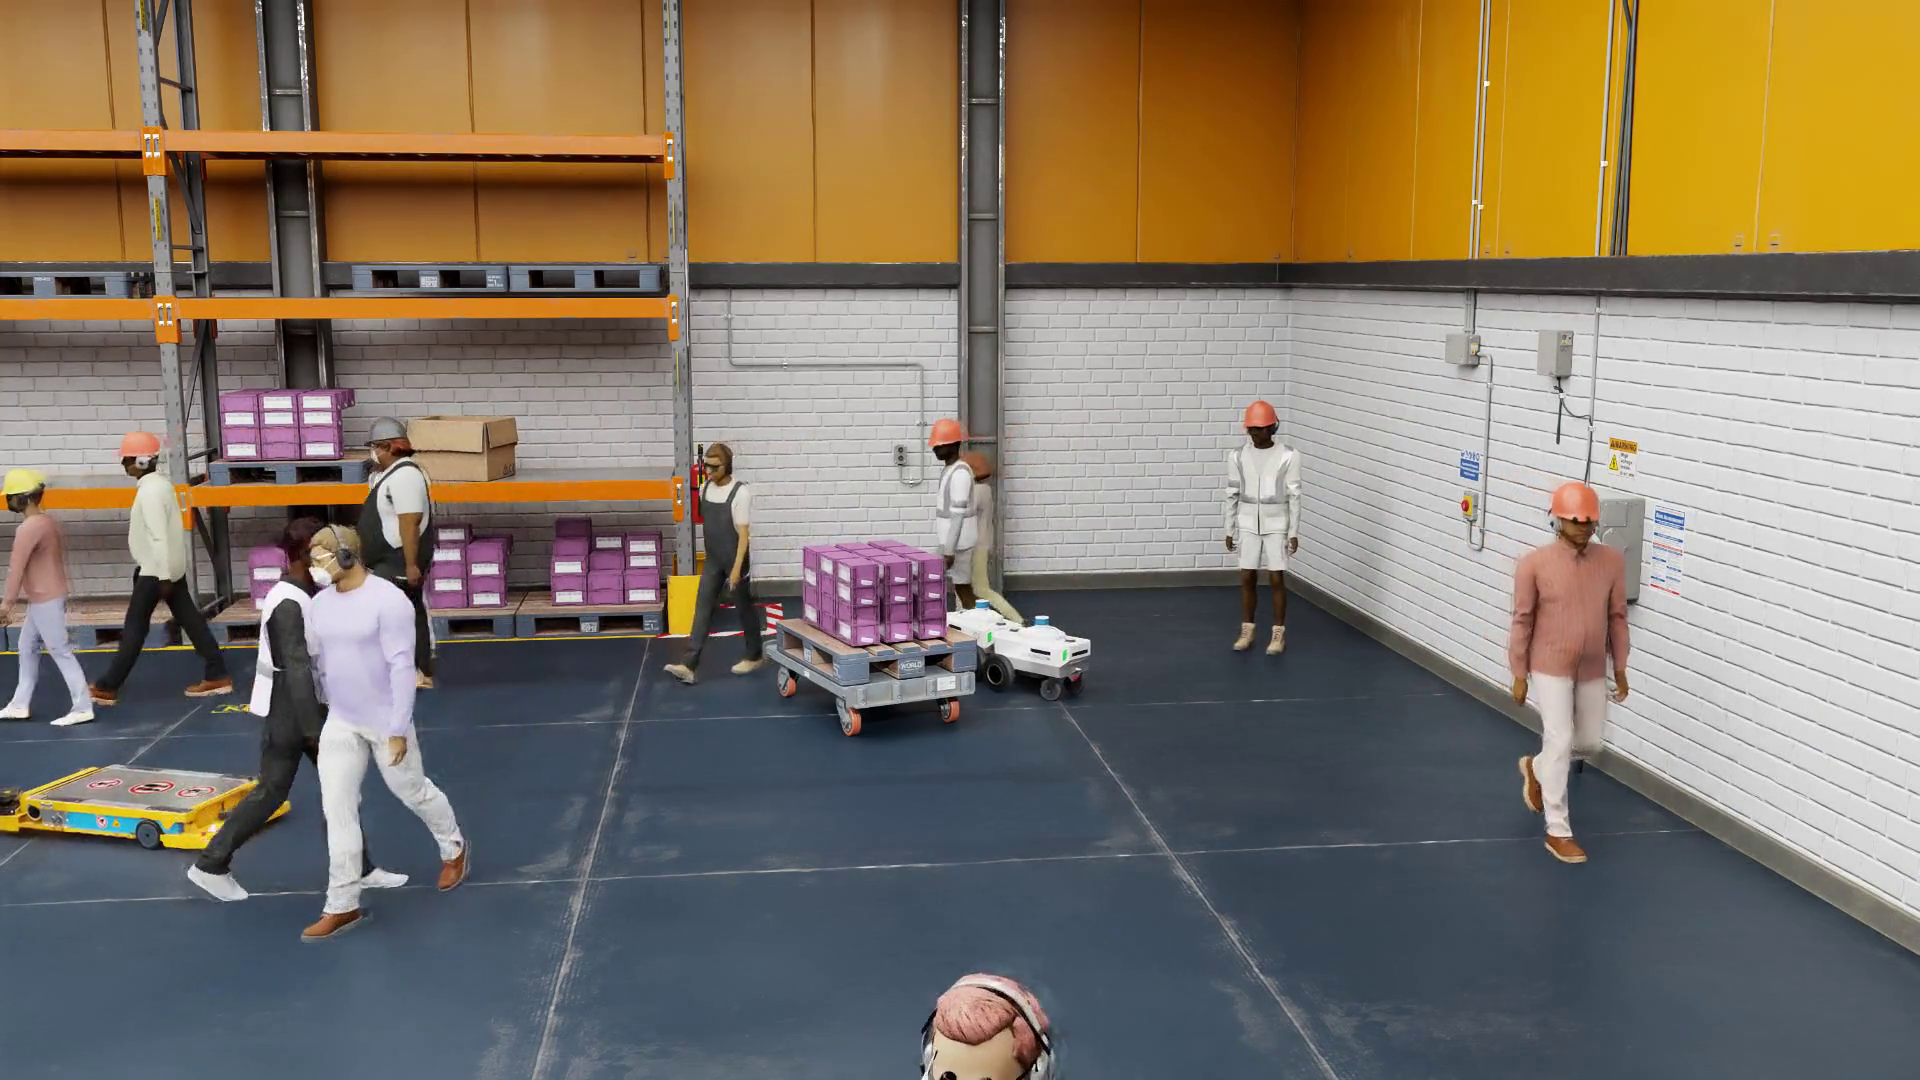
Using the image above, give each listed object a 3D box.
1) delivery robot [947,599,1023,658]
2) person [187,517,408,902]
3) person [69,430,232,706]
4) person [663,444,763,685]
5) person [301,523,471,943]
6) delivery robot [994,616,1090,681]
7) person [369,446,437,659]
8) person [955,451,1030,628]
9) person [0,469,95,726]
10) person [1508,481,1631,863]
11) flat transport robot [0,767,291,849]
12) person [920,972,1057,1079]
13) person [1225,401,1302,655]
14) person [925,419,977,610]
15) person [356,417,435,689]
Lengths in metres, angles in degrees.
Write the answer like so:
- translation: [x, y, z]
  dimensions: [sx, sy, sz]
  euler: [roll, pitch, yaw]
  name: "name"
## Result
- translation: [0.167, 0.694, 12.620]
  dimensions: [0.477, 0.478, 0.707]
  euler: [-6, 11, -31]
  name: "delivery robot"
- translation: [-3.263, 0.819, 8.036]
  dimensions: [0.968, 1.877, 0.605]
  euler: [-1, 9, -8]
  name: "person"
- translation: [-5.722, 0.195, 11.742]
  dimensions: [1.048, 1.937, 0.631]
  euler: [-3, 9, -15]
  name: "person"
- translation: [-1.782, 0.179, 12.285]
  dimensions: [0.528, 1.785, 0.996]
  euler: [6, 11, 33]
  name: "person"
- translation: [-2.757, 0.843, 7.879]
  dimensions: [0.664, 1.891, 1.000]
  euler: [4, 10, 22]
  name: "person"
- translation: [0.593, 0.792, 12.011]
  dimensions: [0.707, 0.478, 0.477]
  euler: [8, 12, 41]
  name: "delivery robot"
- translation: [-4.283, 0.105, 12.649]
  dimensions: [0.602, 1.830, 0.816]
  euler: [8, 12, 42]
  name: "person"
- translation: [0.192, 0.079, 13.507]
  dimensions: [0.772, 1.604, 0.498]
  euler: [2, 9, 12]
  name: "person"
- translation: [-6.211, 0.402, 11.055]
  dimensions: [0.795, 1.731, 0.533]
  euler: [-3, 9, -15]
  name: "person"
- translation: [3.177, 0.649, 8.790]
  dimensions: [0.625, 1.971, 0.748]
  euler: [-2, 9, -12]
  name: "person"
- translation: [-4.496, 1.444, 9.114]
  dimensions: [1.431, 0.197, 0.652]
  euler: [2, 9, 15]
  name: "flat transport robot"
- translation: [0.044, 1.653, 2.883]
  dimensions: [0.656, 1.852, 0.994]
  euler: [4, 10, 21]
  name: "person"
- translation: [2.403, -0.095, 13.272]
  dimensions: [0.613, 2.029, 0.409]
  euler: [4, 10, 26]
  name: "person"
- translation: [-0.152, 0.007, 12.983]
  dimensions: [0.773, 1.905, 0.561]
  euler: [-2, 9, -10]
  name: "person"
- translation: [-4.071, 0.099, 12.004]
  dimensions: [0.542, 2.000, 0.693]
  euler: [-3, 9, -16]
  name: "person"
